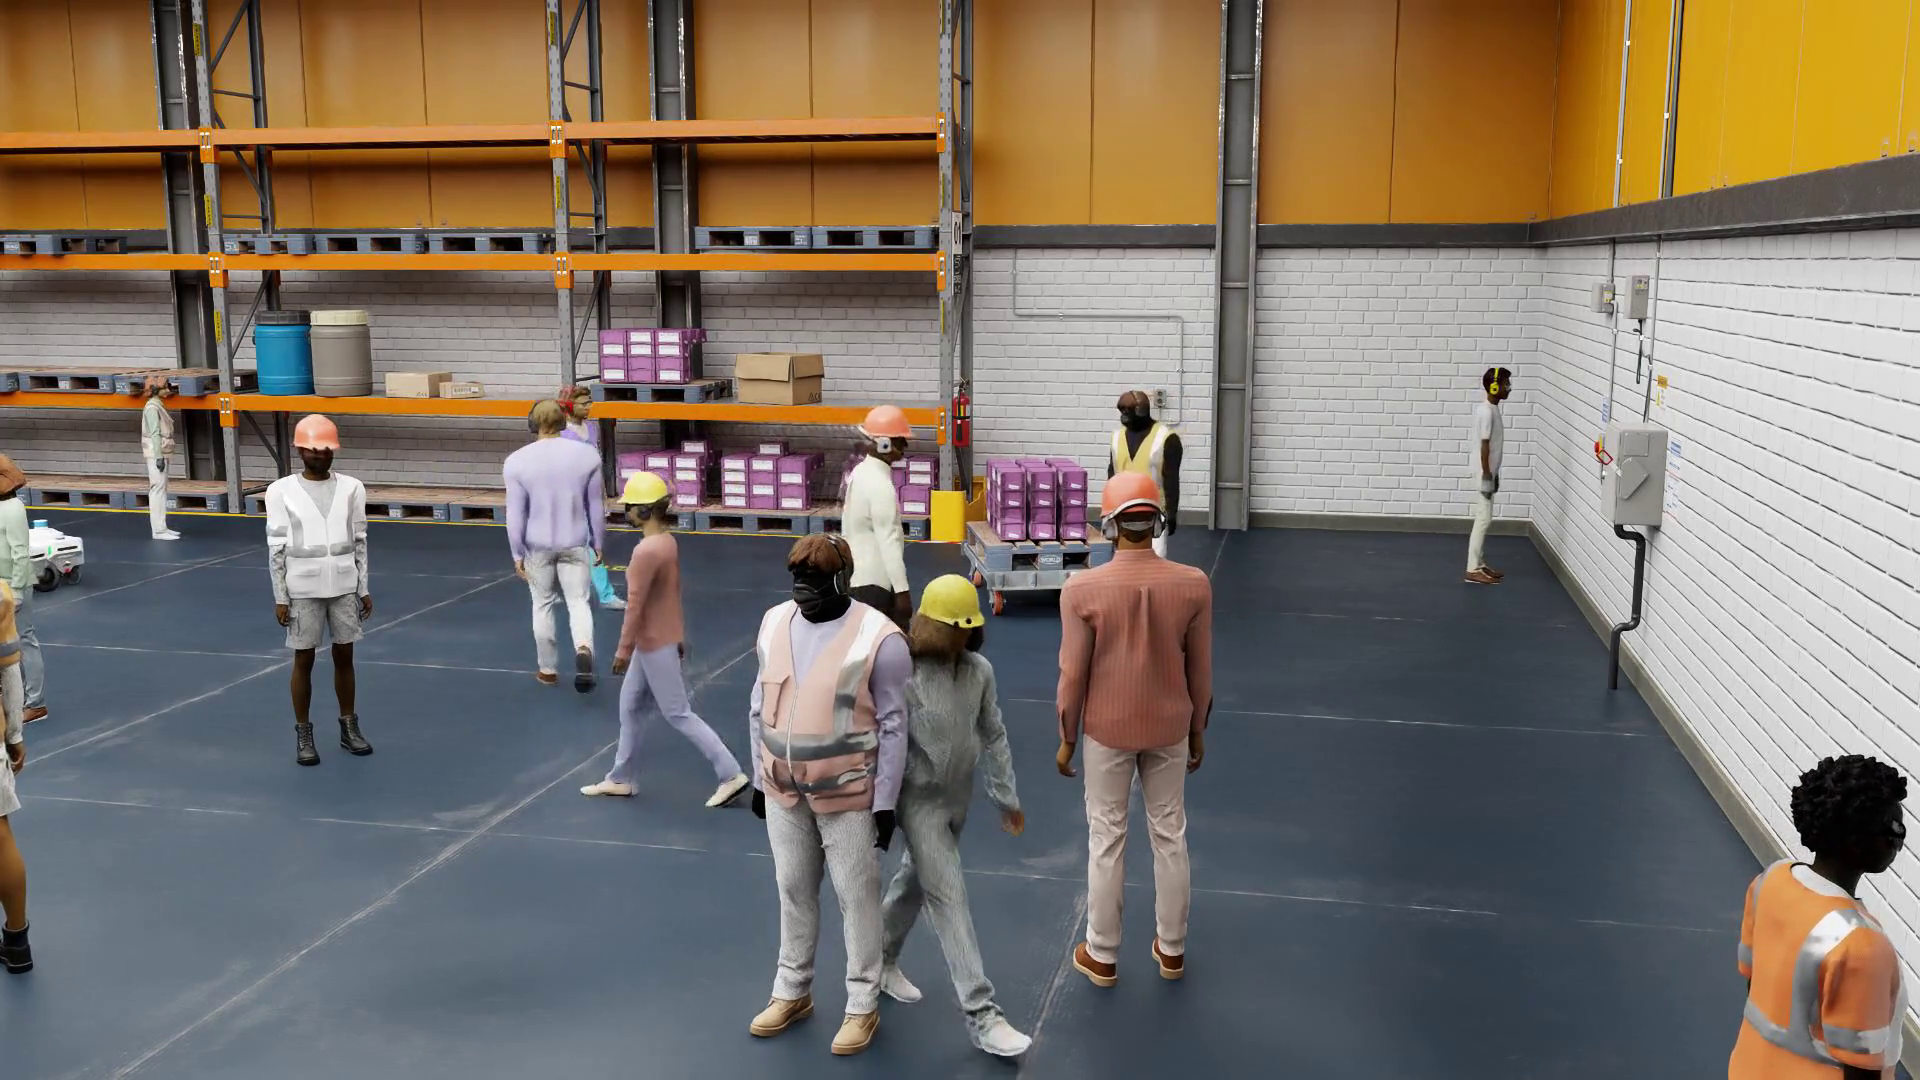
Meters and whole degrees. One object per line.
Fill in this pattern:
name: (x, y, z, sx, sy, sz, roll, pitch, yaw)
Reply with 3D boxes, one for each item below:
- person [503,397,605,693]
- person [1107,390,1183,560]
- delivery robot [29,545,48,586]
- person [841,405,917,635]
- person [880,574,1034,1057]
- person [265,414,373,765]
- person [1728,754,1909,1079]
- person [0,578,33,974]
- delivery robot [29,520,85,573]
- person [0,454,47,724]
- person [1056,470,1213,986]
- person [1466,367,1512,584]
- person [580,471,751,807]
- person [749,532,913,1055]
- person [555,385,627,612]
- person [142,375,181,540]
person: (-2.567, 0.045, 10.617, 0.636, 1.919, 0.785, -4, 10, -21)
person: (1.402, -0.228, 12.524, 0.648, 1.815, 0.574, 7, 12, 34)
delivery robot: (-7.918, 0.155, 13.704, 0.707, 0.478, 0.477, 2, 10, 10)
person: (-0.350, 0.213, 9.475, 0.911, 1.955, 0.666, -2, 10, -12)
person: (-0.057, 0.940, 5.956, 0.931, 1.682, 0.504, 9, 13, 44)
person: (-3.532, 0.267, 9.229, 0.544, 1.939, 0.353, -8, 12, -38)
person: (1.935, 1.308, 3.778, 0.318, 1.695, 0.539, 1, 10, 3)
person: (-3.863, 0.756, 6.332, 0.376, 1.936, 0.549, 7, 12, 38)
delivery robot: (-7.827, 0.071, 14.198, 0.707, 0.478, 0.477, 5, 11, 29)
person: (-5.715, 0.290, 9.985, 0.500, 1.635, 0.287, 9, 13, 43)
person: (0.662, 0.724, 6.380, 0.609, 1.986, 0.389, -2, 10, -10)
person: (4.569, -0.556, 14.343, 0.327, 1.863, 0.521, 4, 10, 21)
person: (-1.499, 0.506, 8.439, 0.890, 1.725, 0.525, 0, 10, 0)
person: (-0.486, 0.883, 5.867, 0.620, 1.845, 0.429, 5, 11, 27)
person: (-3.056, -0.339, 13.241, 0.960, 1.801, 0.583, 3, 10, 17)
person: (-7.953, -0.816, 16.530, 0.310, 1.636, 0.523, -4, 10, -22)
